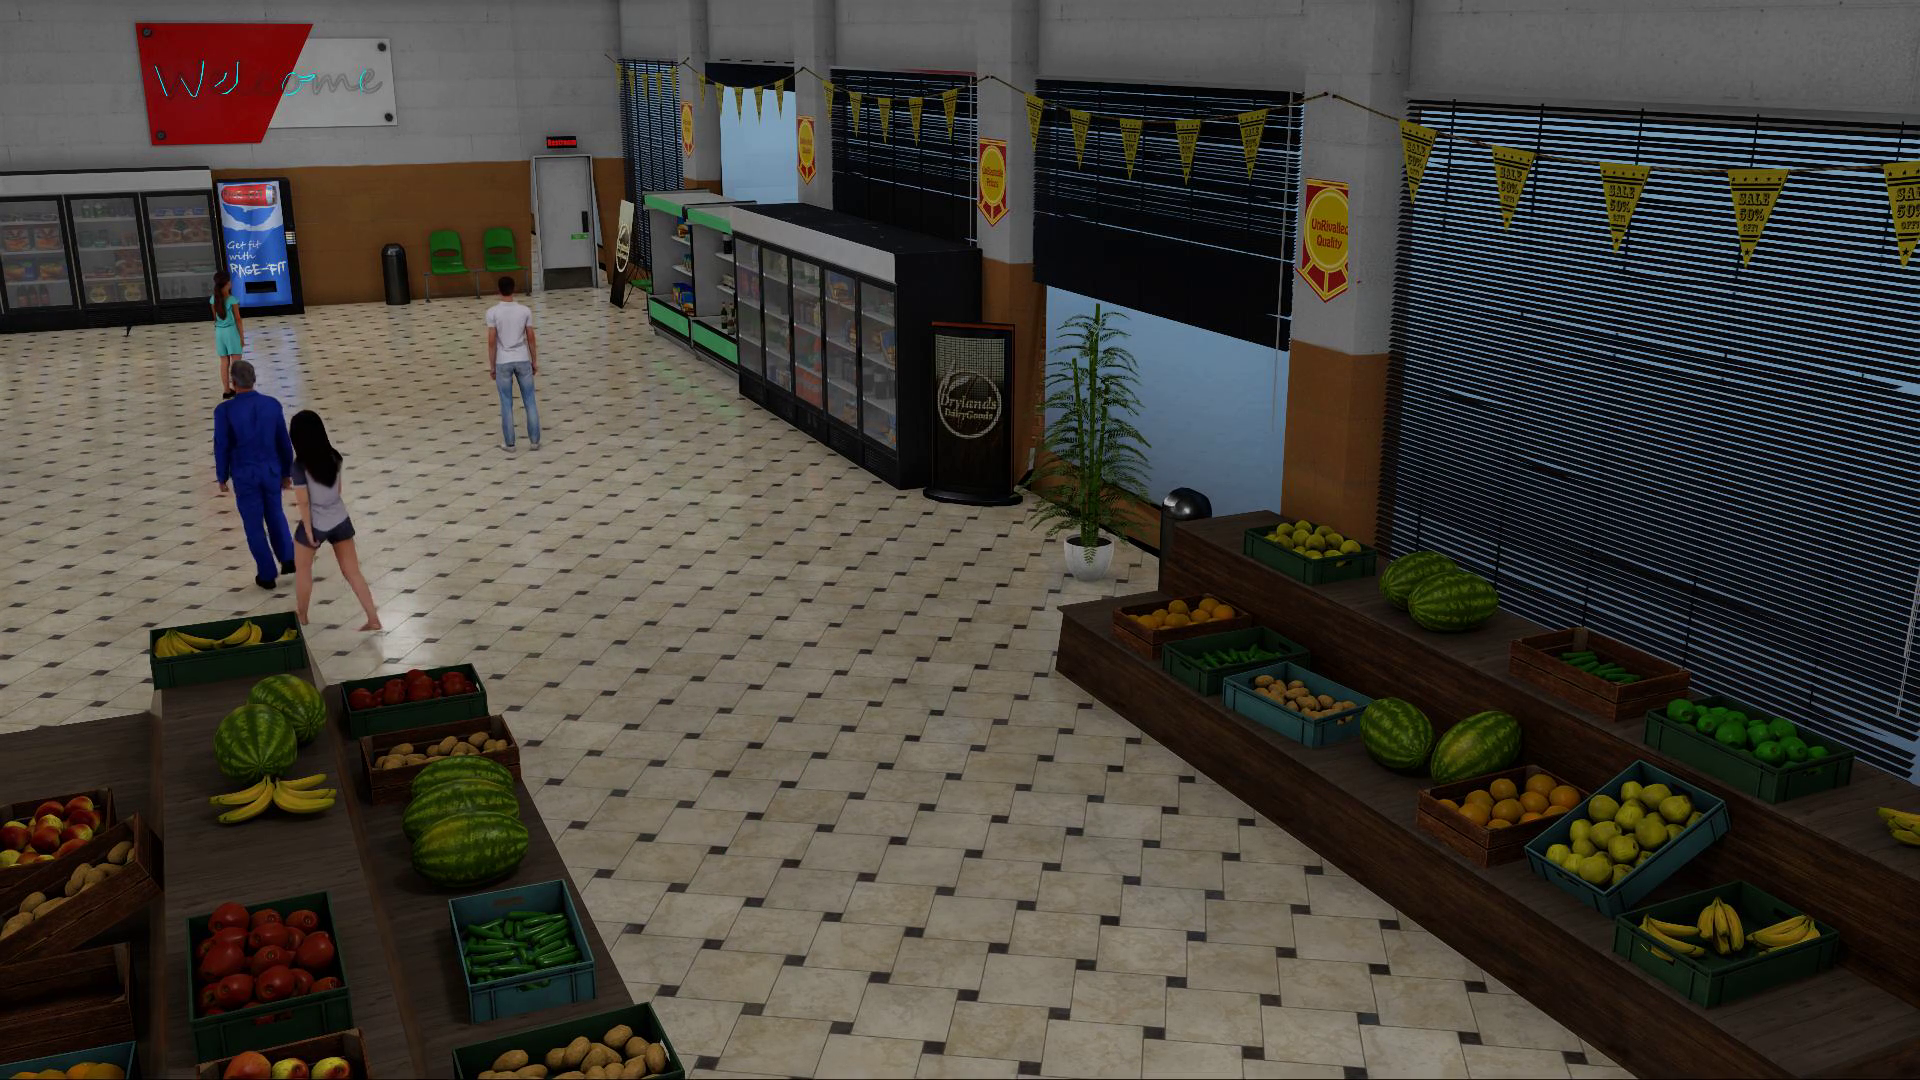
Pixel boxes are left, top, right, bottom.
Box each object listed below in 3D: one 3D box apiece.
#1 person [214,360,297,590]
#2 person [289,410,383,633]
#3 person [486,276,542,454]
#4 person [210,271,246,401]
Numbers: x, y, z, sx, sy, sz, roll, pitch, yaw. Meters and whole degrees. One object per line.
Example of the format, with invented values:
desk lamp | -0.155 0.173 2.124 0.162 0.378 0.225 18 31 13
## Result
person | -5.533 -0.493 13.163 0.815 1.816 0.779 -15 23 -41
person | -4.555 -0.082 12.079 1.212 1.660 1.020 10 20 30
person | -4.738 -1.866 17.628 0.638 1.850 0.525 -8 19 -24
person | -8.872 -2.483 20.162 0.633 1.558 0.672 3 17 9
